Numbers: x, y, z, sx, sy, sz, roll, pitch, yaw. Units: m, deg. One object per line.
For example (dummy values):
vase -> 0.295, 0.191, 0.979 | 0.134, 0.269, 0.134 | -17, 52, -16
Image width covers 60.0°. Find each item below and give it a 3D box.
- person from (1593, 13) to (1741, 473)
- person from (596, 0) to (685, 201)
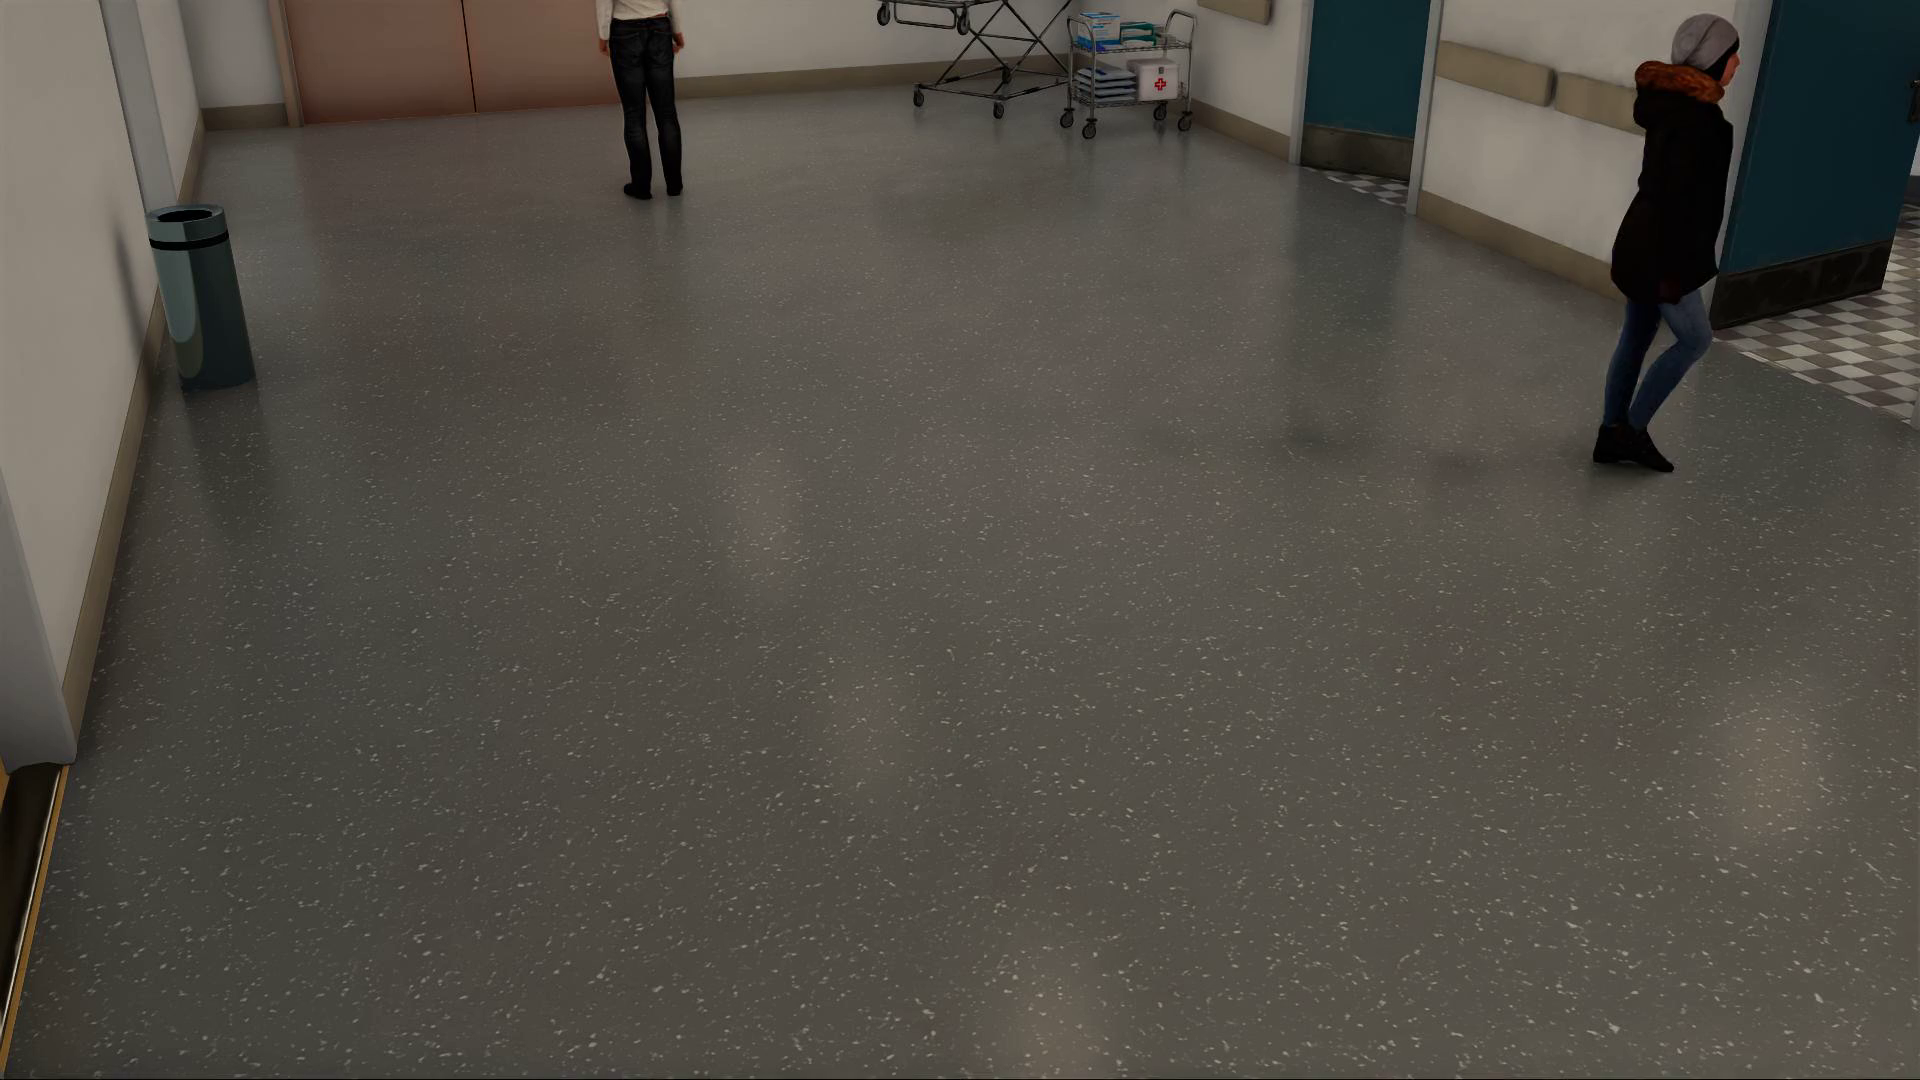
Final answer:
person -> 2.423, -1.023, 5.896 | 0.799, 1.629, 0.701 | 5, 26, 9
person -> -1.826, -2.883, 9.542 | 0.664, 1.811, 0.566 | -11, 28, -21
